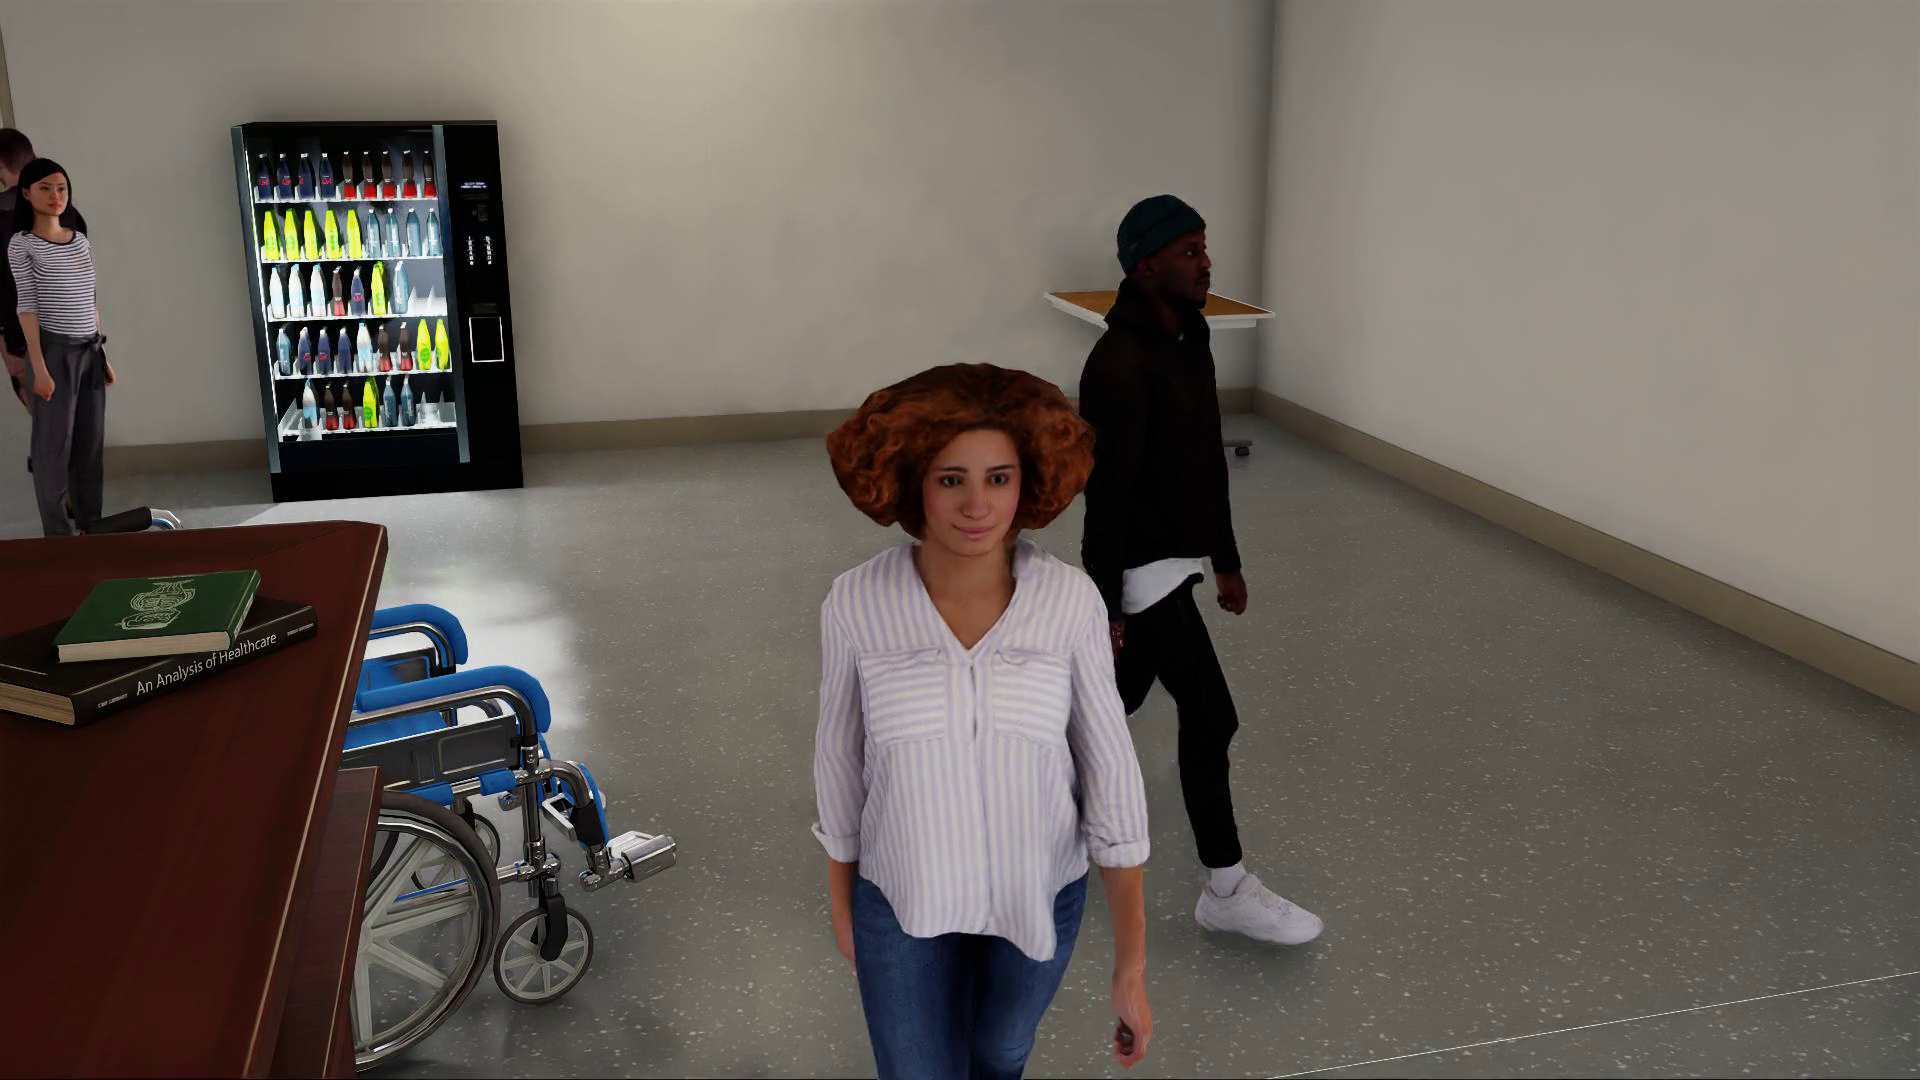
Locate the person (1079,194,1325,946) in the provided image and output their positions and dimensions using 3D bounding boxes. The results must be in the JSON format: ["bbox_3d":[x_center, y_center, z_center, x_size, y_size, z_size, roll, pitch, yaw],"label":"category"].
[{"bbox_3d":[0.387,0.080,4.102,1.290,1.778,1.184,7,17,25],"label":"person"}]

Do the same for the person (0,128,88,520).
[{"bbox_3d":[-4.247,-0.954,7.746,1.188,1.791,1.162,10,19,32],"label":"person"}]

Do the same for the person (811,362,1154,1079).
[{"bbox_3d":[0.011,0.539,2.692,1.130,1.662,0.868,-2,16,-6],"label":"person"}]

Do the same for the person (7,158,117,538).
[{"bbox_3d":[-3.870,-0.761,7.167,0.685,1.735,0.679,4,16,14],"label":"person"}]
